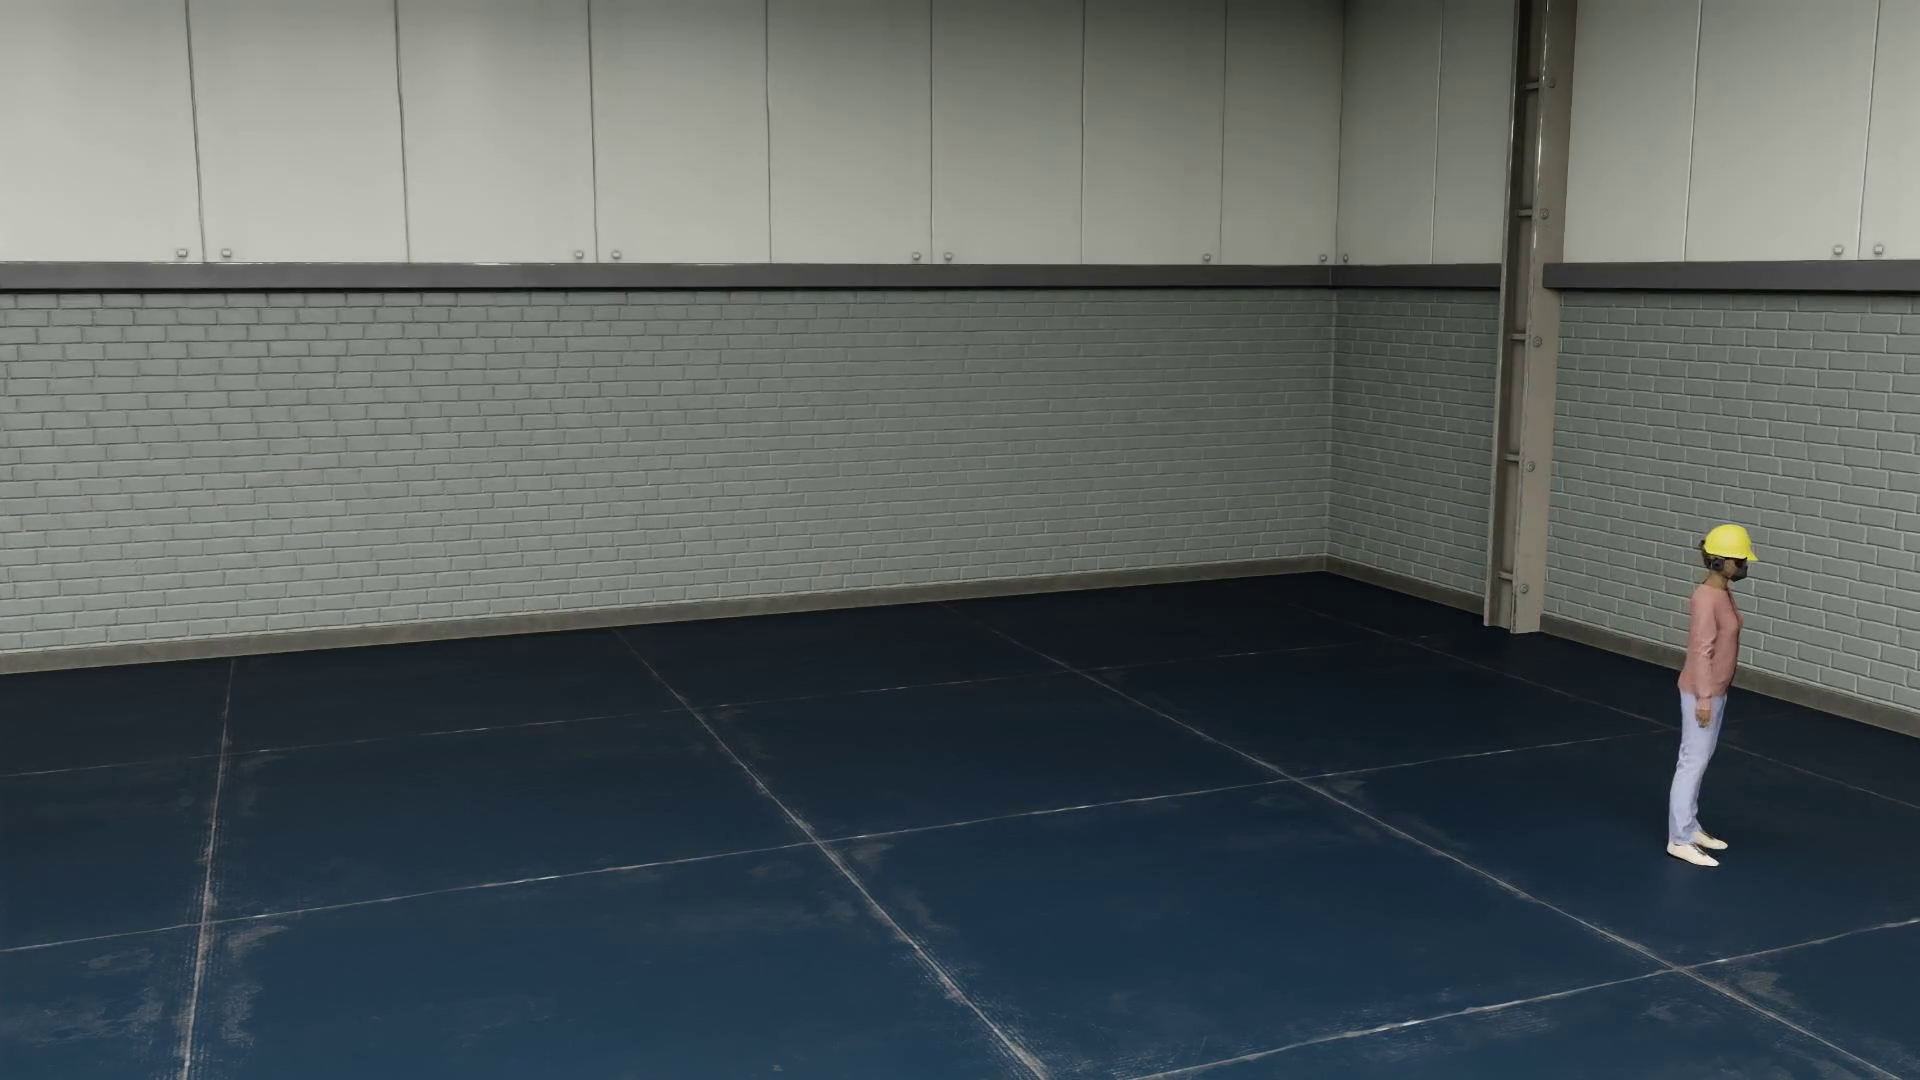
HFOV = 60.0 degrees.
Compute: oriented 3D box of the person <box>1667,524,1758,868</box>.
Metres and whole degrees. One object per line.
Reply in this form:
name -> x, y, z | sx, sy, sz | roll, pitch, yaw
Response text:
person -> 3.903, 0.791, 8.616 | 0.330, 1.765, 0.533 | 6, 11, 32
